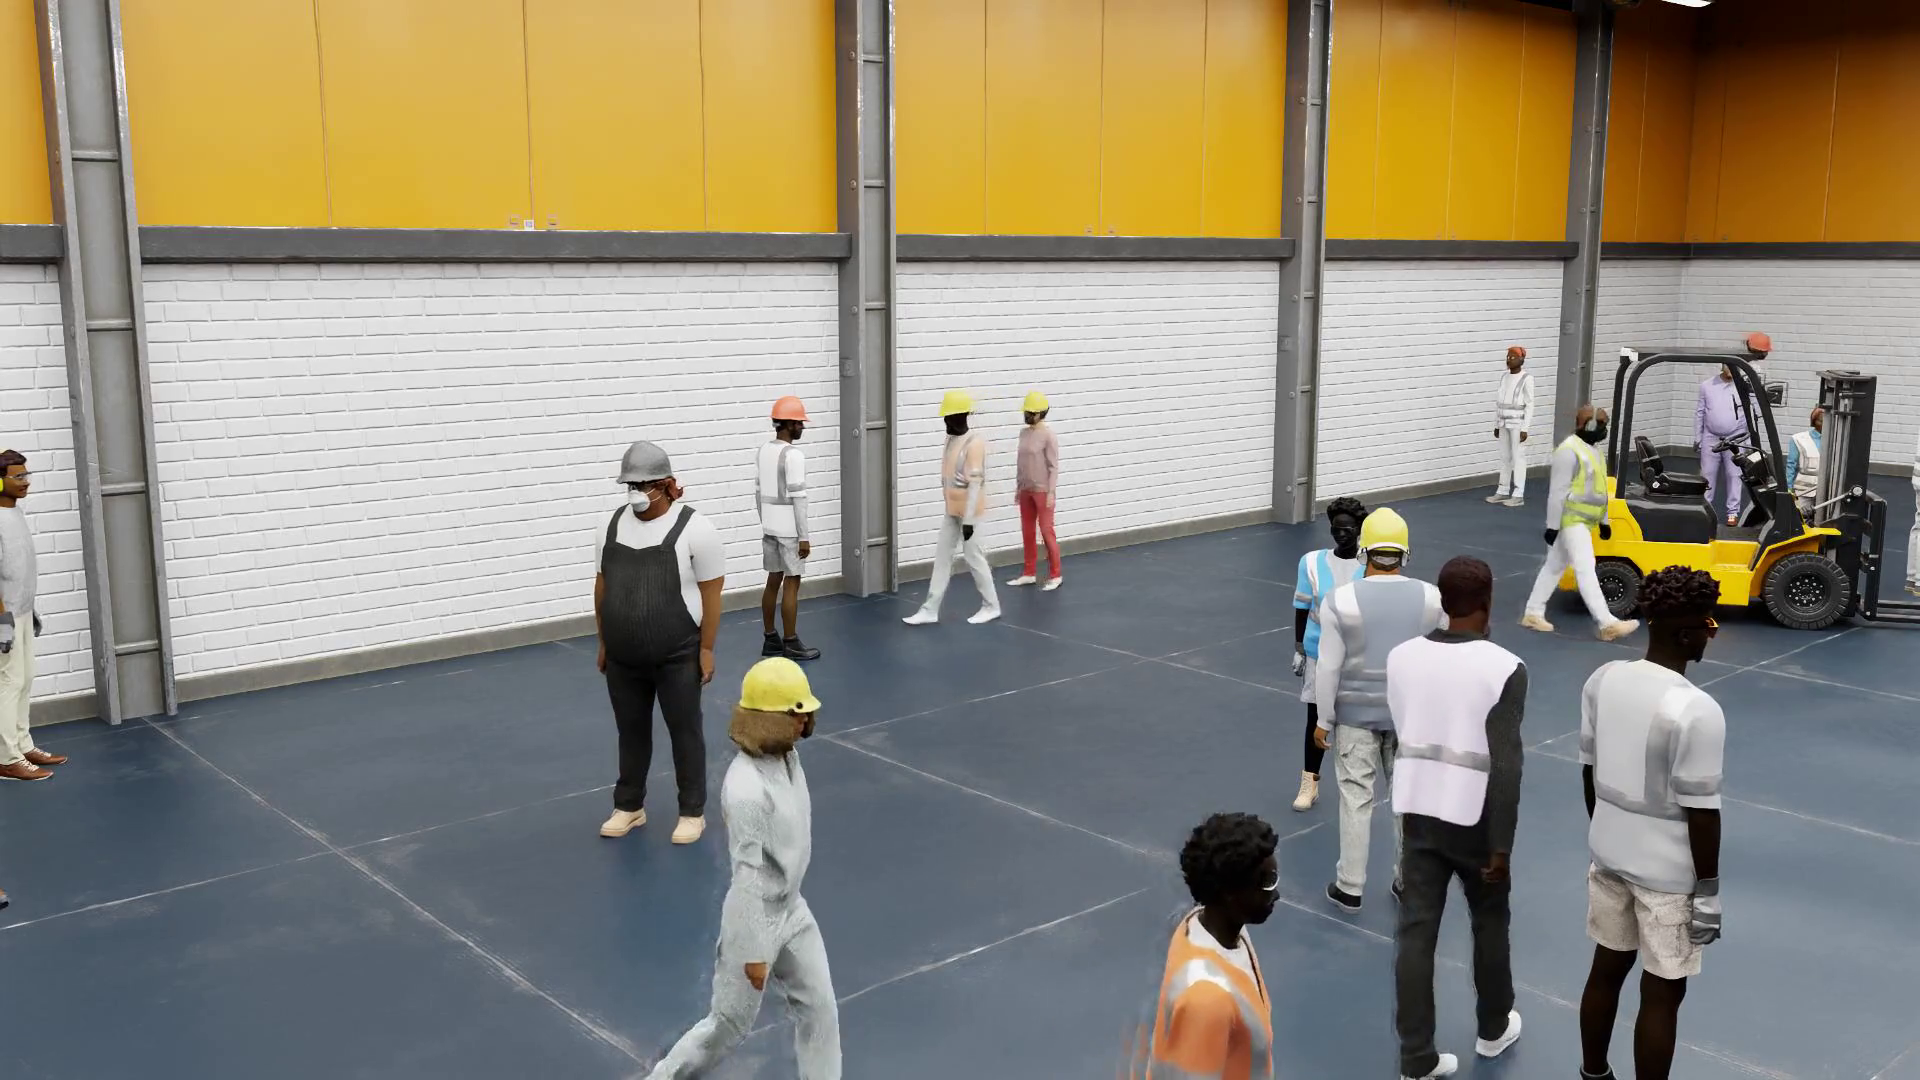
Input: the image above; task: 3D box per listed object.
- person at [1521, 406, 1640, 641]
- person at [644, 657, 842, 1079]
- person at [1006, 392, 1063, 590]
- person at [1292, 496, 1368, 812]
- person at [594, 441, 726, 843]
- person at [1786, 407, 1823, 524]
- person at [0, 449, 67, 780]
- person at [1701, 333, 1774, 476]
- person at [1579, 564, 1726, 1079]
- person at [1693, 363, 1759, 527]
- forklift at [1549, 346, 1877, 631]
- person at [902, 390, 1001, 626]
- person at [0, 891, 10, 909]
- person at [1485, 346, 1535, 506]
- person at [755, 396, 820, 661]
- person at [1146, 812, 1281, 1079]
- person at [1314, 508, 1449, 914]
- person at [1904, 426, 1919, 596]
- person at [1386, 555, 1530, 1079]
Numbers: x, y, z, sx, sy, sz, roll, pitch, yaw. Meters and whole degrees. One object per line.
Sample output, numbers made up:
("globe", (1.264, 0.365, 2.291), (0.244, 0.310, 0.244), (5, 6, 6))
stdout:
("person", (4.817, -0.133, 12.851), (0.948, 1.788, 0.644), (8, 12, 39))
("person", (-0.683, 1.195, 5.324), (0.849, 1.708, 0.493), (3, 10, 15))
("person", (0.685, -0.431, 14.728), (0.425, 1.761, 0.557), (-7, 12, -35))
("person", (2.008, 0.612, 8.763), (0.535, 1.697, 0.318), (4, 10, 20))
("person", (-1.544, 0.515, 8.323), (0.684, 2.000, 0.535), (3, 10, 17))
("person", (7.617, -0.393, 14.822), (0.513, 1.638, 0.307), (3, 10, 15))
("person", (-5.331, 0.416, 9.406), (0.312, 1.869, 0.538), (-2, 10, -13))
("person", (9.890, -1.630, 21.122), (0.864, 1.987, 0.645), (0, 10, -2))
("person", (2.272, 1.044, 5.446), (0.364, 1.965, 0.610), (-3, 10, -16))
("person", (8.354, -1.105, 18.194), (0.652, 1.909, 0.409), (8, 12, 38))
("forklift", (6.109, -0.478, 13.691), (2.313, 2.155, 1.214), (3, 10, 16))
("person", (-0.014, -0.244, 13.207), (0.737, 1.903, 0.621), (-5, 11, -26))
("person", (-4.765, 0.753, 7.447), (1.064, 1.883, 0.640), (5, 11, 28))
("person", (6.527, -1.346, 19.677), (0.352, 1.884, 0.579), (-4, 10, -20))
("person", (-1.256, -0.084, 12.141), (0.371, 1.933, 0.551), (-8, 12, -39))
("person", (0.643, 1.444, 4.013), (0.868, 1.646, 0.541), (1, 10, 6))
("person", (1.869, 0.768, 7.451), (0.592, 1.833, 0.404), (0, 10, -3))
("person", (8.453, -0.446, 14.412), (0.355, 1.883, 0.573), (3, 10, 17))
("person", (1.802, 0.995, 6.043), (0.605, 1.858, 0.835), (9, 13, 43))
